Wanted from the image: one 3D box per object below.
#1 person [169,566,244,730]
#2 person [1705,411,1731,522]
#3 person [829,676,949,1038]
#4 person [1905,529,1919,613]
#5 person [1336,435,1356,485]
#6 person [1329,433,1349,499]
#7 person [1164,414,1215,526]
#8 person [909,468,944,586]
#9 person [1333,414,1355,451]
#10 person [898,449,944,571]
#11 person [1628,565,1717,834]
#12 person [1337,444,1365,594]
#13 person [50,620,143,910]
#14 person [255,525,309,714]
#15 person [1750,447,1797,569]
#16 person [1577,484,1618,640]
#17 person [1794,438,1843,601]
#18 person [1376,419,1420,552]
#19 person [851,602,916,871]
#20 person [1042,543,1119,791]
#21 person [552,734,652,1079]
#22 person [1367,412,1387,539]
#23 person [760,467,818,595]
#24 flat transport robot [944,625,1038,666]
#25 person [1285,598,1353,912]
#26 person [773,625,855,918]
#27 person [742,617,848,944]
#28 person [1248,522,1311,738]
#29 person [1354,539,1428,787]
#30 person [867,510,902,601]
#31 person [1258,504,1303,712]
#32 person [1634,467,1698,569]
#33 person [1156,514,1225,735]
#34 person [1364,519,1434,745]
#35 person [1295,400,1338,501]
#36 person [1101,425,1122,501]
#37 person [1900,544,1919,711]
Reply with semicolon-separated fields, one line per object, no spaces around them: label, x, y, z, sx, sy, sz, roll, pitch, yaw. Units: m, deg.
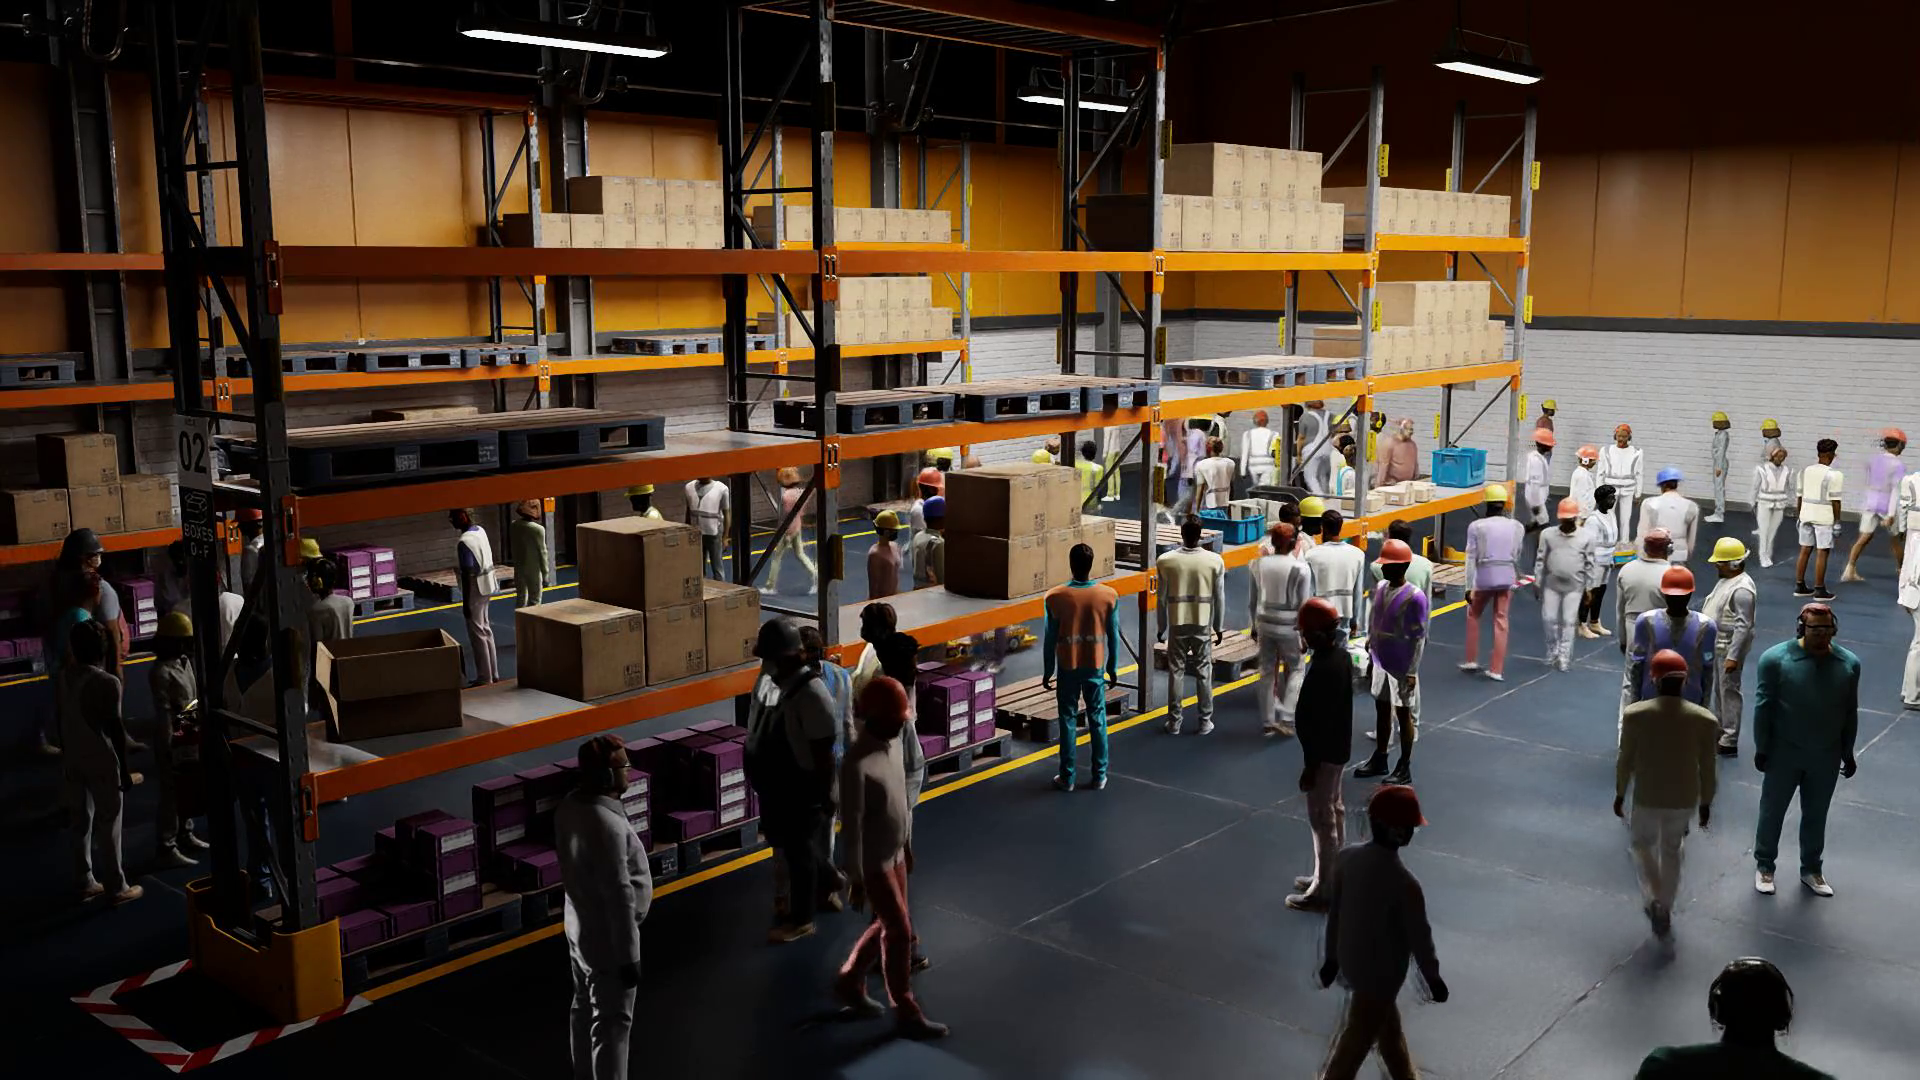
person;-5.665;1.046;12.623;0.373;1.843;0.571;8;12;39
person;11.875;-1.150;26.067;0.322;1.736;0.486;3;10;20
person;-0.398;1.650;8.720;0.608;1.973;0.661;3;10;18
person;9.231;0.530;15.665;0.616;1.860;0.644;6;11;32
person;5.351;-0.602;22.944;0.328;1.690;0.536;3;10;19
person;5.430;-0.725;23.864;0.287;1.624;0.500;-2;10;-10
person;3.534;-1.072;25.122;0.889;1.894;0.591;3;10;18
person;-0.341;0.204;17.385;0.375;1.934;0.548;2;10;11
person;5.863;-1.062;25.546;0.483;1.735;0.353;-9;13;-43
person;-0.468;-0.403;21.708;0.731;1.715;0.500;-1;10;-9
person;5.058;1.132;11.834;0.553;1.935;0.363;4;10;20
person;4.783;-0.258;20.408;0.346;1.847;0.505;-1;10;-7
person;-5.445;1.411;10.467;0.504;1.840;0.342;3;10;17
person;-6.064;0.664;14.872;0.509;1.860;0.334;0;10;0
person;10.828;-0.425;22.097;0.539;1.605;0.736;1;10;6
person;6.900;0.230;17.963;0.322;1.689;0.530;9;13;44
person;10.361;-0.254;20.064;0.372;1.958;0.605;-4;10;-20
person;6.239;-0.761;23.339;0.675;1.864;0.884;-6;11;-30
person;-0.512;1.314;11.045;0.430;1.840;0.625;-4;10;-21
person;0.931;0.982;12.791;0.597;1.916;0.372;-1;10;-8
person;-1.625;1.835;7.729;0.405;1.911;0.636;-6;11;-32
person;6.114;-0.954;24.476;0.328;1.876;0.514;3;10;16
person;-2.061;-0.110;20.276;0.842;1.590;0.507;3;10;15
flat transport robot;0.114;1.047;17.308;0.652;0.197;1.431;8;13;41
person;2.262;1.339;10.456;0.394;1.985;0.609;4;10;24
person;-0.947;1.429;10.354;0.630;1.840;0.429;-3;10;-20
person;-0.953;1.387;10.002;0.726;2.000;0.702;-7;12;-35
person;2.727;0.769;14.196;0.600;1.873;0.439;6;11;32
person;3.356;0.948;12.927;0.361;1.939;0.543;-5;11;-28
person;-0.696;0.586;15.639;0.343;1.756;0.518;4;10;22
person;2.941;0.604;15.093;0.600;1.906;0.414;-6;11;-34
person;7.483;0.175;17.708;0.618;1.876;0.954;2;10;14
person;1.974;0.729;14.294;0.592;1.920;0.392;1;10;6
person;3.709;0.780;14.033;0.604;1.910;0.392;-3;10;-15
person;5.795;-1.427;26.806;0.682;2.000;0.818;-4;10;-23
person;2.571;-1.474;28.297;0.270;1.632;0.508;7;12;36
person;8.780;0.636;15.111;0.387;1.837;0.567;5;11;25
